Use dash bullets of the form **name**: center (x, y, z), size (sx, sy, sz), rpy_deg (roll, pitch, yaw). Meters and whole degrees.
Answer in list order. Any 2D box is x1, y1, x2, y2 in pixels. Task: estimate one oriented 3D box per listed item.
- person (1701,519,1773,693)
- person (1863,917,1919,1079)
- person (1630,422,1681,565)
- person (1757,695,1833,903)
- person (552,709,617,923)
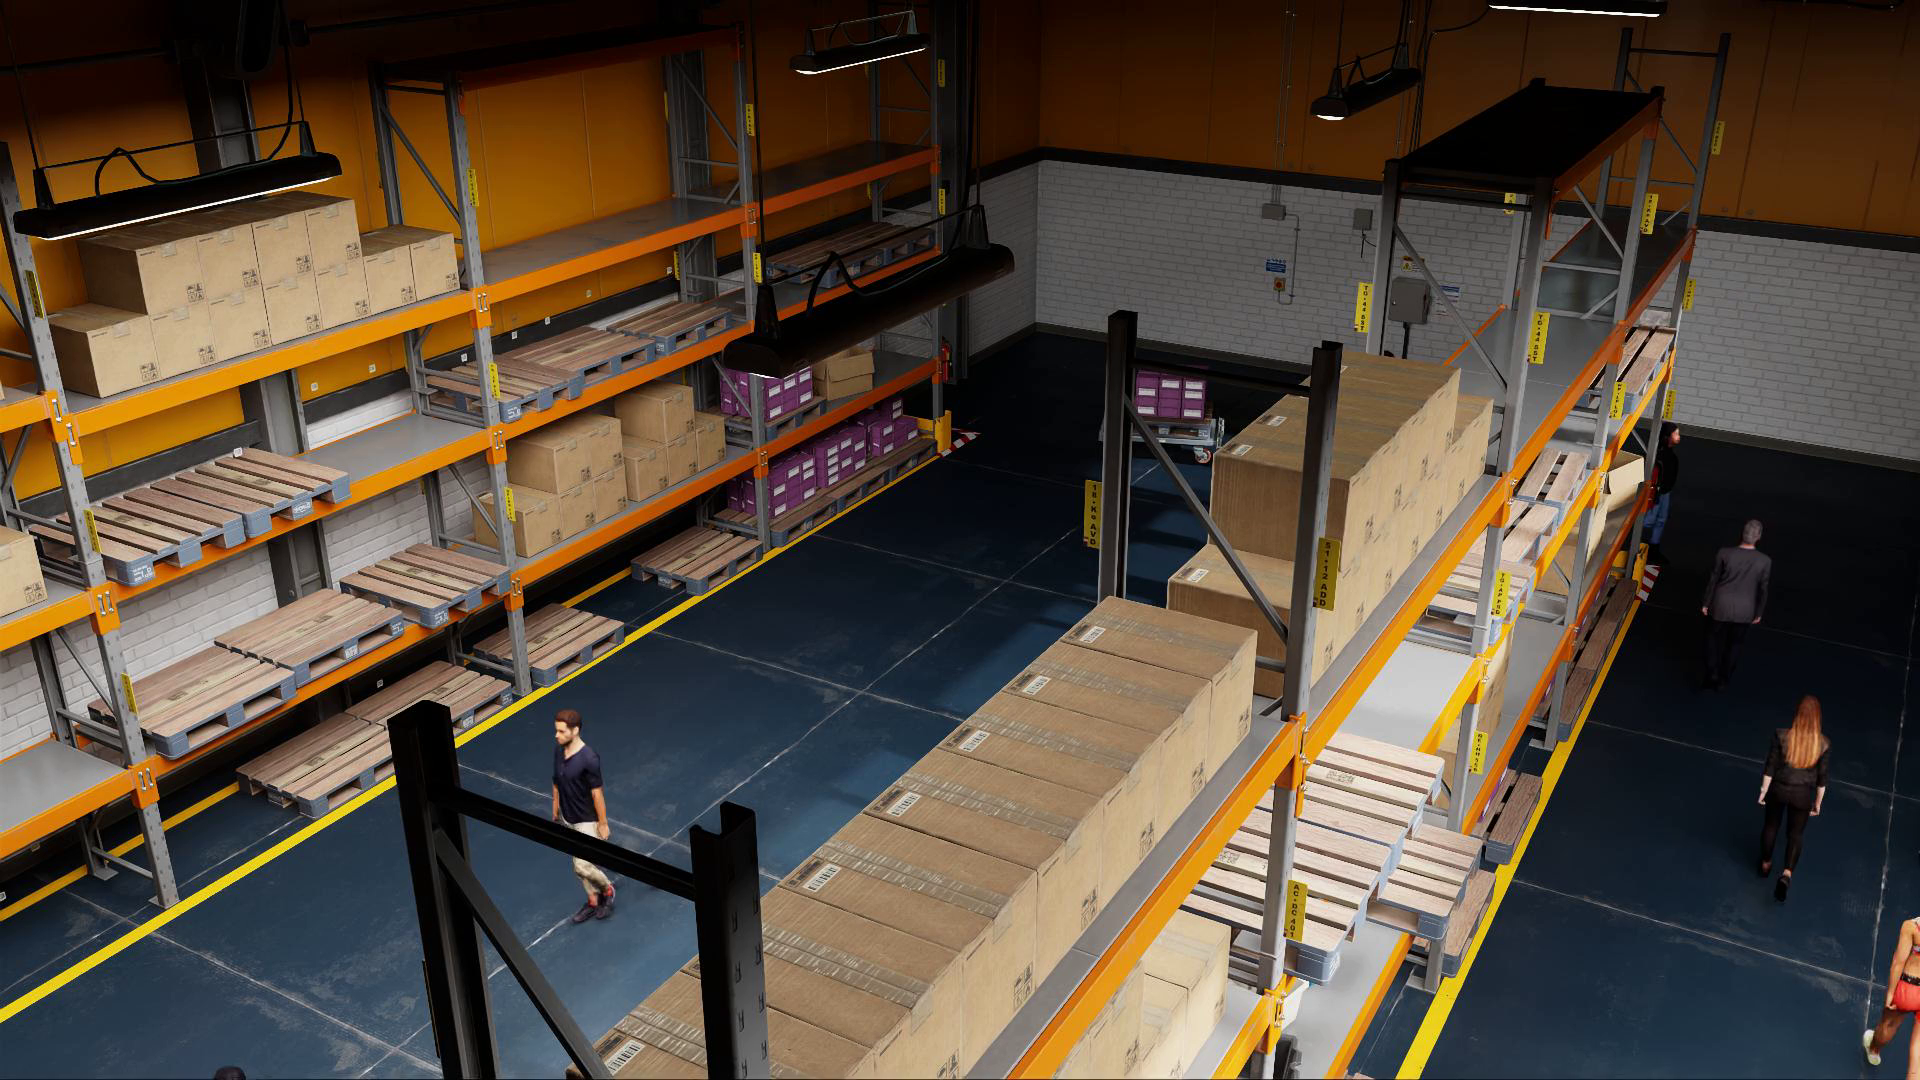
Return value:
- **person**: center (7.459, 0.679, 16.069), size (0.794, 1.822, 0.866), rpy_deg (9, 25, 21)
- **person**: center (6.255, 3.027, 10.797), size (0.733, 1.744, 1.175), rpy_deg (7, 25, 16)
- **person**: center (7.888, -0.537, 19.033), size (0.770, 1.678, 0.925), rpy_deg (20, 31, 39)
- **person**: center (6.536, 2.046, 13.103), size (0.666, 1.694, 1.001), rpy_deg (10, 25, 21)
- **person**: center (-2.838, 2.101, 12.793), size (0.703, 1.841, 0.671), rpy_deg (17, 29, 34)
